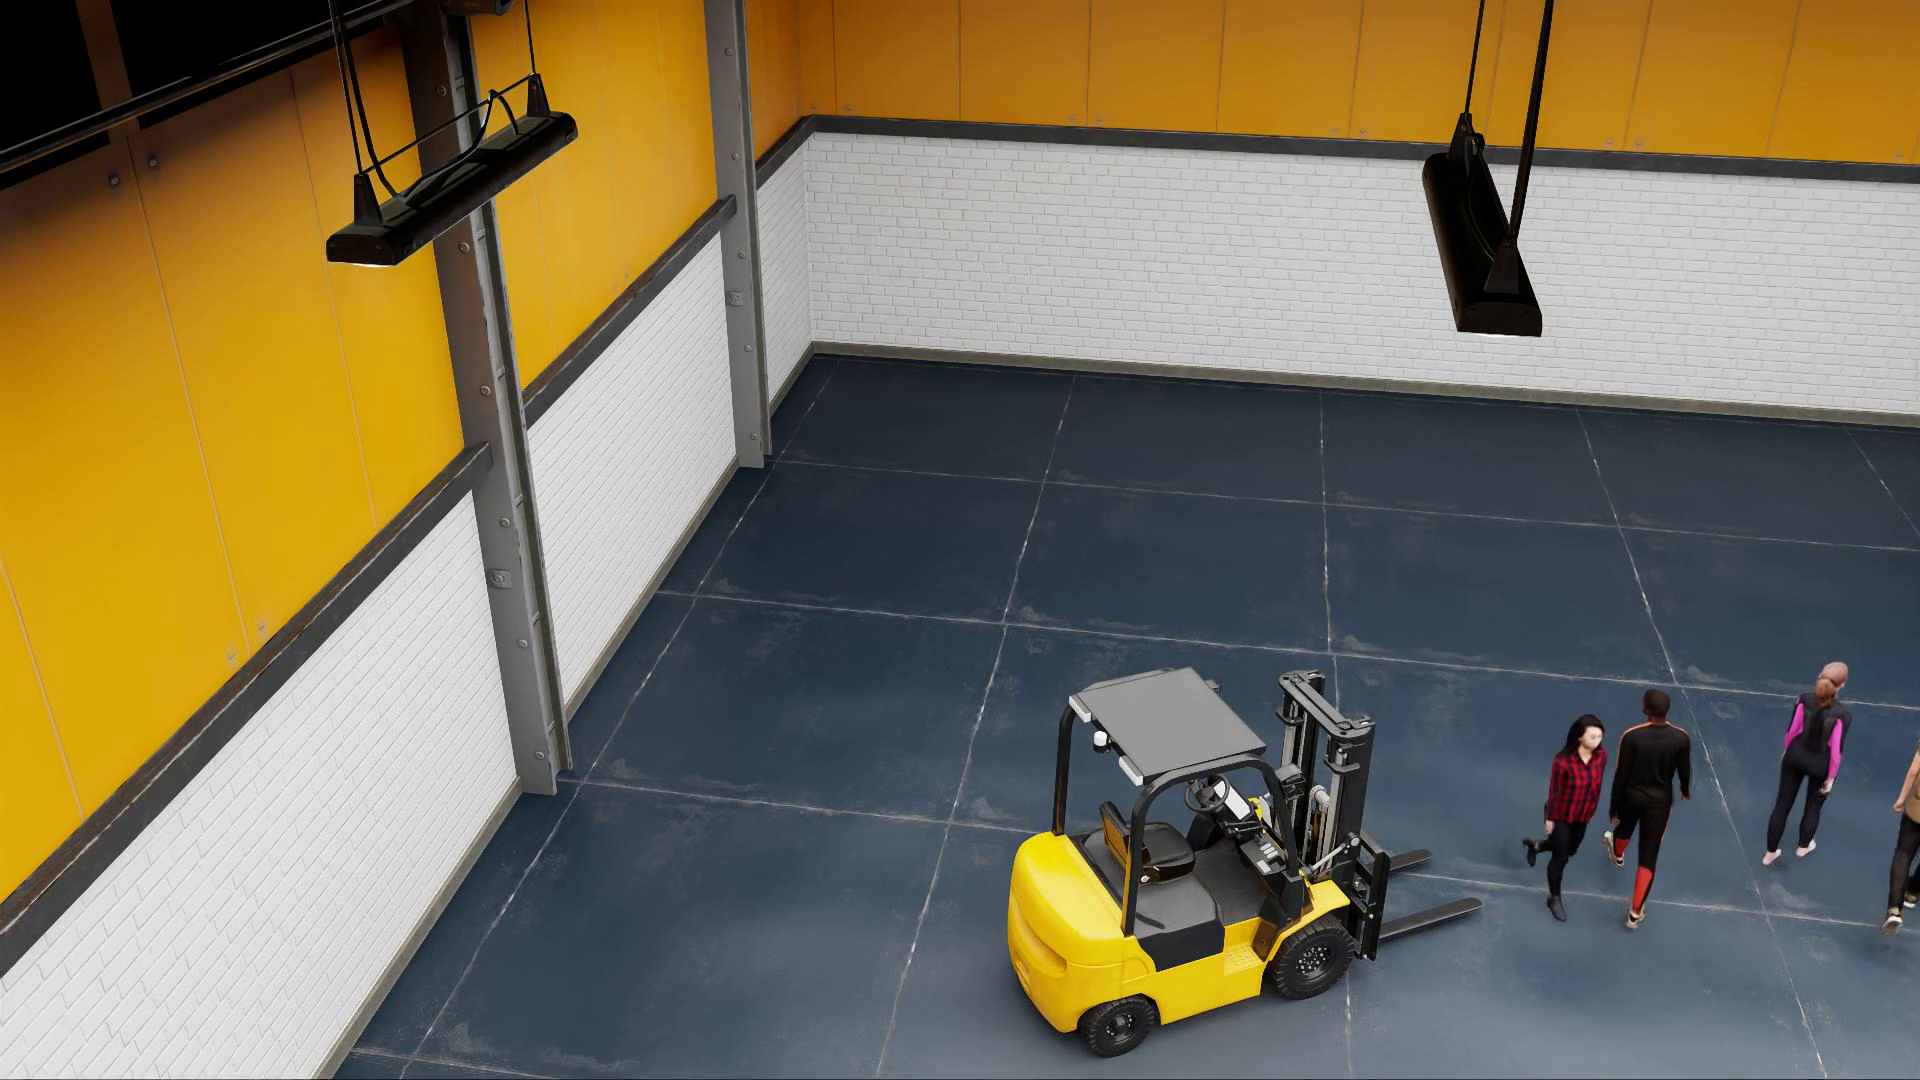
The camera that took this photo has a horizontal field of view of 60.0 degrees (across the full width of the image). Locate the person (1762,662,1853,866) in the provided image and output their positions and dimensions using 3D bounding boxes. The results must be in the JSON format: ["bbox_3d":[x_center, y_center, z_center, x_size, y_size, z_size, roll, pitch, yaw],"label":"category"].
[{"bbox_3d":[6.149,1.655,12.103,0.773,1.743,0.866,24,37,37],"label":"person"}]

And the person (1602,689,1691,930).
[{"bbox_3d":[4.795,1.897,11.647,0.810,1.754,1.197,9,30,17],"label":"person"}]

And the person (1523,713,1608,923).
[{"bbox_3d":[4.252,1.891,11.777,0.829,1.640,0.969,-9,30,-16],"label":"person"}]

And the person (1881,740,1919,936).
[{"bbox_3d":[6.726,1.932,11.503,0.971,1.830,1.257,18,33,29],"label":"person"}]
